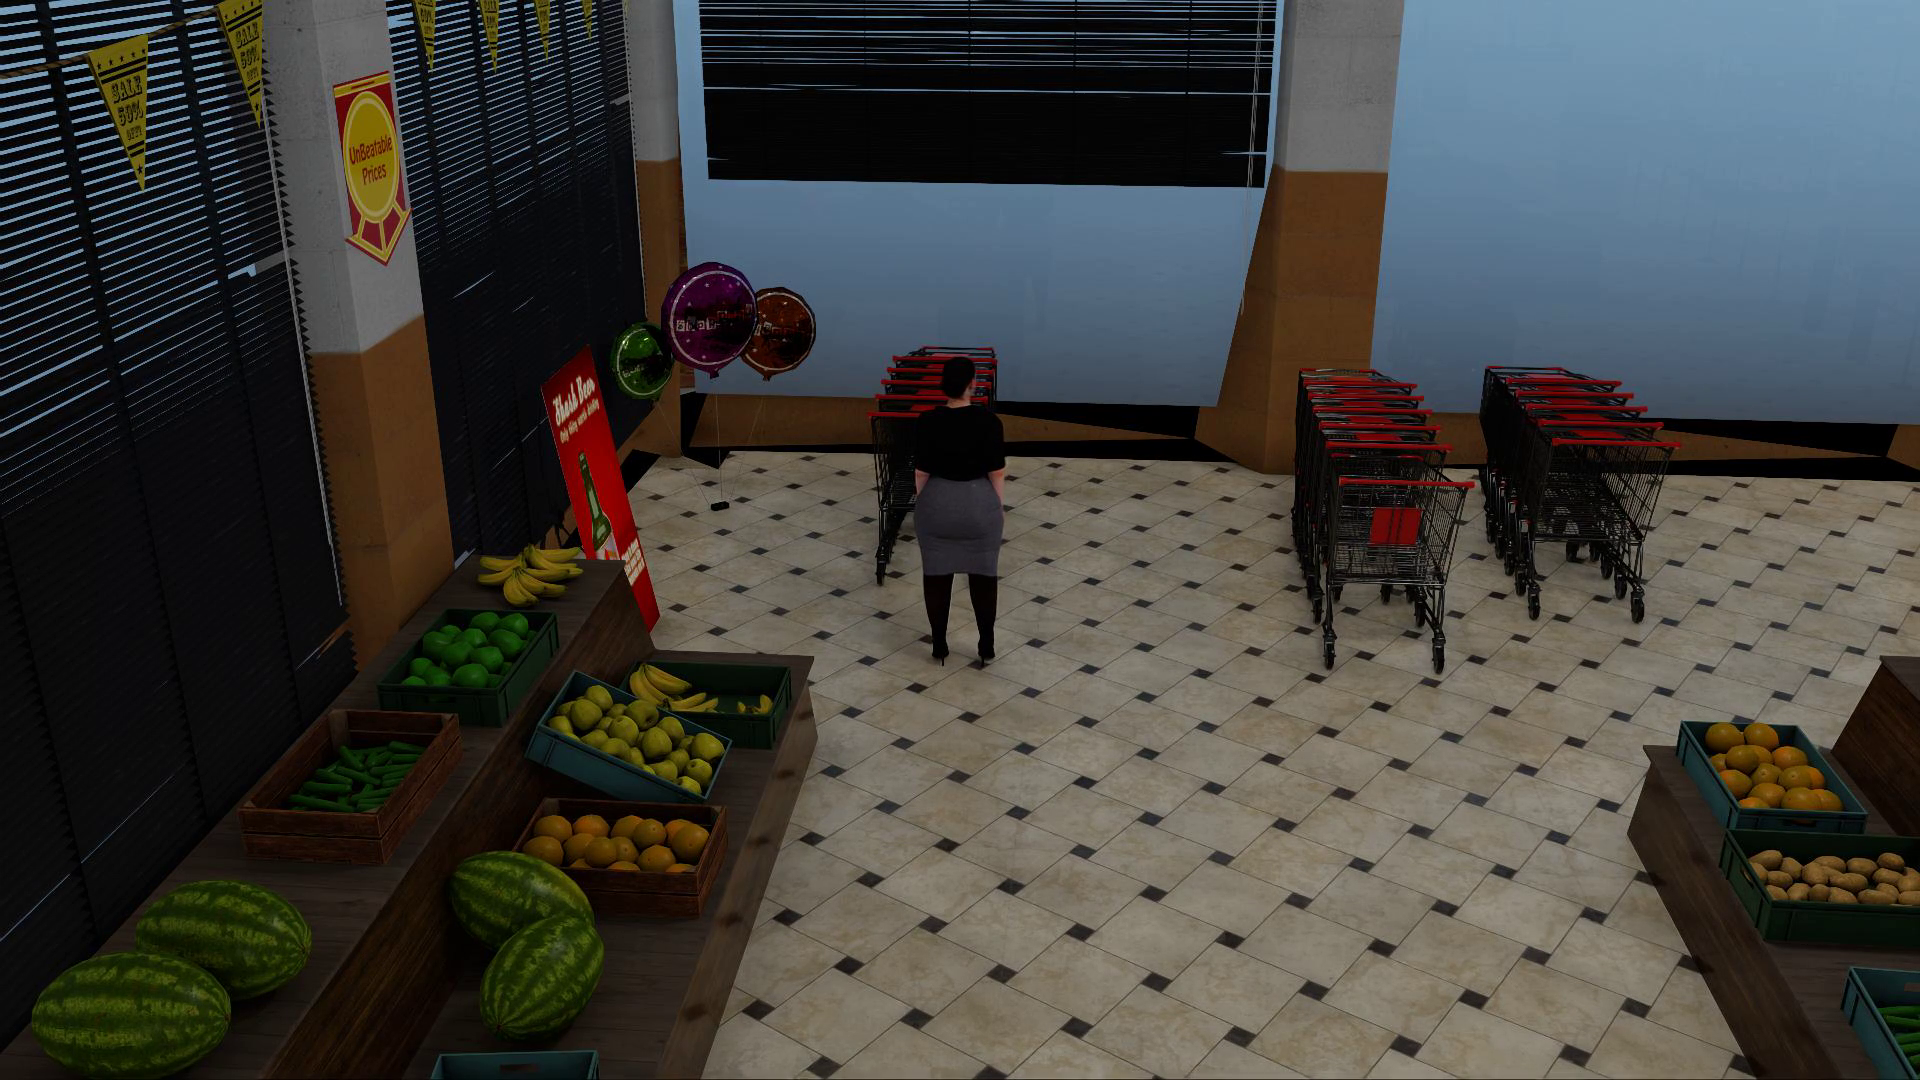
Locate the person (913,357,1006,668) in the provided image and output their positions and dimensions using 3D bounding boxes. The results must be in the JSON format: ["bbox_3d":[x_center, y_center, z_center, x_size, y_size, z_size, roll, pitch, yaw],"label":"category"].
[{"bbox_3d":[-0.001,-0.141,9.119,0.653,1.756,0.607,3,22,6],"label":"person"}]
